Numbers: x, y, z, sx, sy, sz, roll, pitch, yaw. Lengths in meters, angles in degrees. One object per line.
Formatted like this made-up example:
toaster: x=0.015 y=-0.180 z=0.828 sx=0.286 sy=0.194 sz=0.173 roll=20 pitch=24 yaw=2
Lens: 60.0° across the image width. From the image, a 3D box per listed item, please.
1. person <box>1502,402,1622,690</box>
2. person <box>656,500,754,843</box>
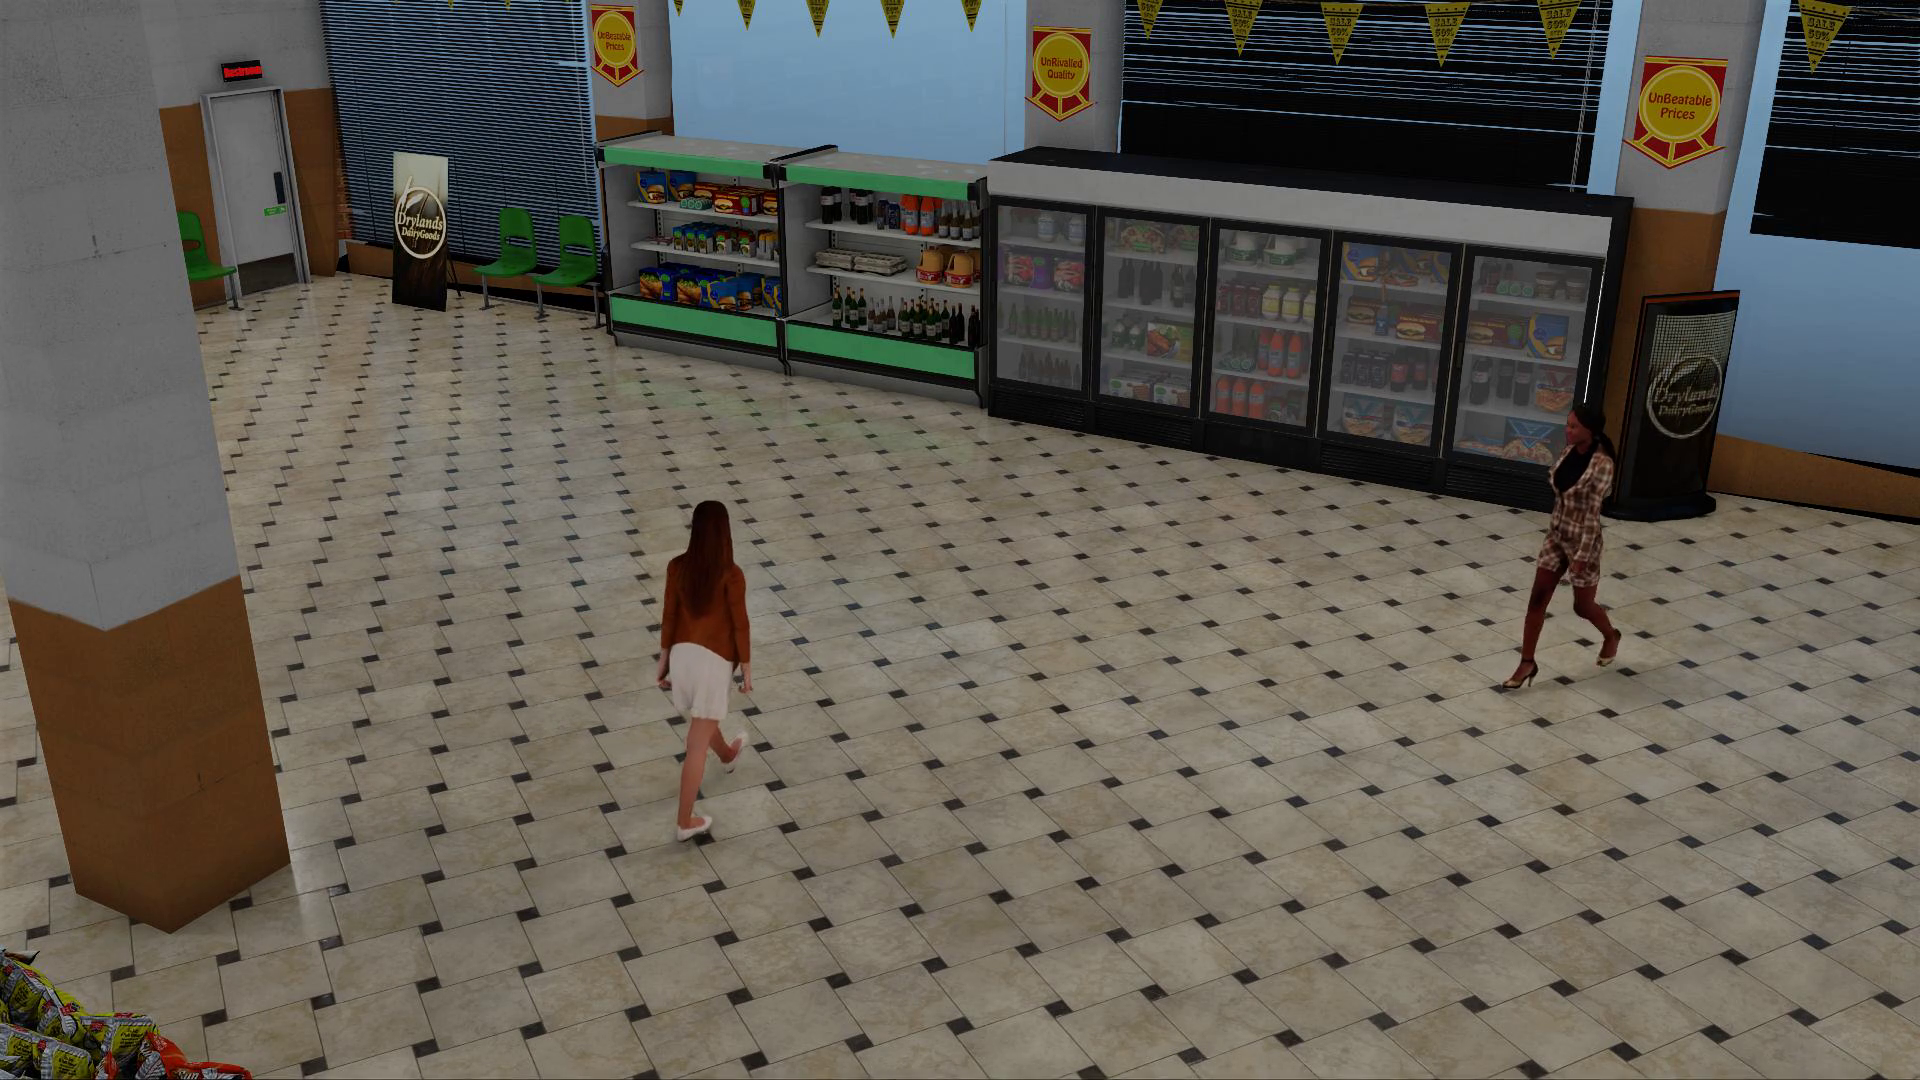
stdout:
person: x=3.682 y=0.064 z=9.790 sx=1.051 sy=1.761 sz=1.067 roll=-9 pitch=24 yaw=-21
person: x=-1.336 y=0.694 z=8.370 sx=1.113 sy=1.650 sz=0.768 roll=10 pitch=24 yaw=22
